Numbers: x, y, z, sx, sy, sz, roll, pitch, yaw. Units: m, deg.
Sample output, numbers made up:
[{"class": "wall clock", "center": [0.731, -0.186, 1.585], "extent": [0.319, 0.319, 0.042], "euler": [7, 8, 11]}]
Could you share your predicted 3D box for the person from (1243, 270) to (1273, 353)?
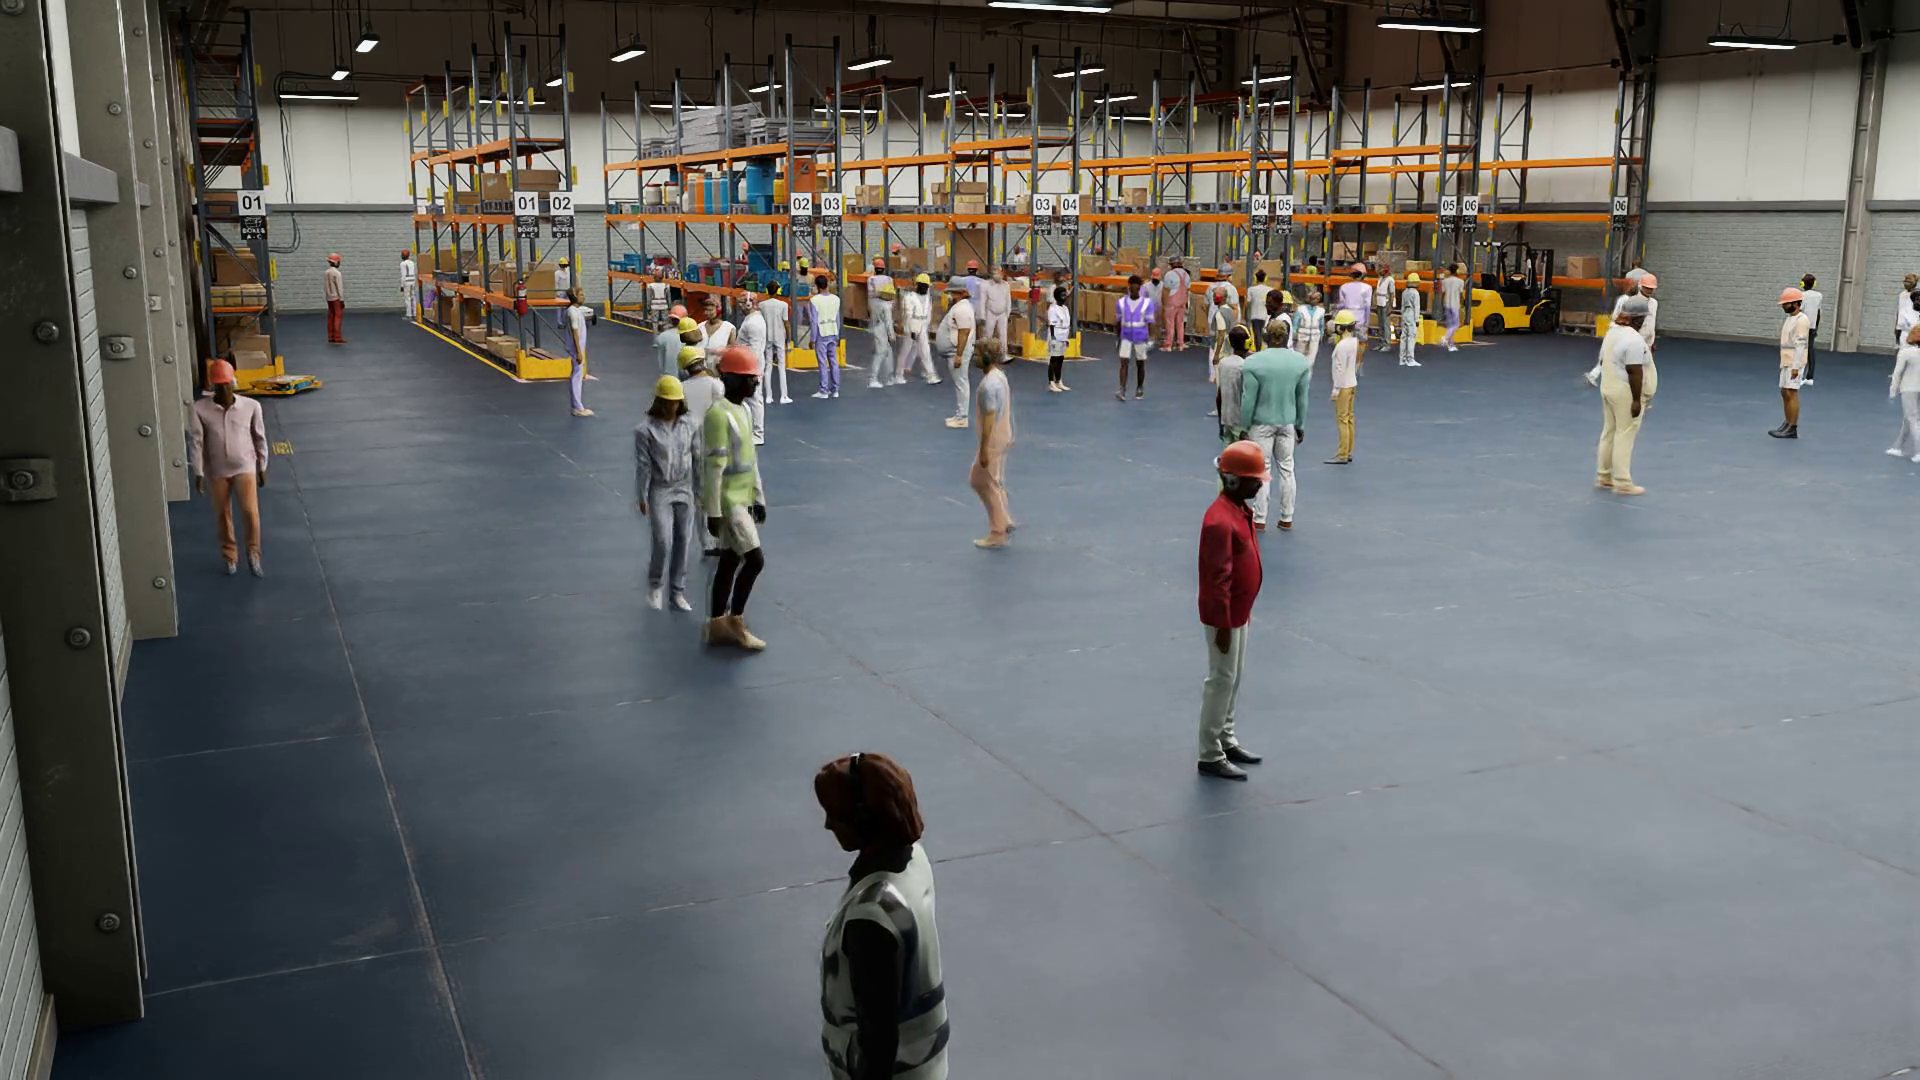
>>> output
[{"class": "person", "center": [5.588, -4.134, 31.102], "extent": [0.533, 1.828, 0.950], "euler": [-1, 11, -5]}]

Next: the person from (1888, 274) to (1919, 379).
[{"class": "person", "center": [16.418, -3.687, 28.802], "extent": [0.351, 1.837, 0.502], "euler": [-3, 11, -14]}]

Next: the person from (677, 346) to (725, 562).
[{"class": "person", "center": [-2.110, -0.736, 13.946], "extent": [0.659, 1.773, 0.694], "euler": [1, 11, 6]}]

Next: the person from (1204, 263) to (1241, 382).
[{"class": "person", "center": [4.504, -3.680, 28.232], "extent": [0.535, 2.000, 0.674], "euler": [-9, 14, -37]}]

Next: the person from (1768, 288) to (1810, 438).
[{"class": "person", "center": [10.658, -2.270, 21.379], "extent": [0.391, 1.923, 0.551], "euler": [1, 11, 7]}]

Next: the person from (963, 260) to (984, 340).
[{"class": "person", "center": [0.248, -4.697, 33.687], "extent": [0.540, 1.930, 0.384], "euler": [4, 12, 19]}]

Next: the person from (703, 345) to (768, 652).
[{"class": "person", "center": [-1.440, -0.259, 10.894], "extent": [0.614, 2.017, 0.635], "euler": [2, 11, 9]}]

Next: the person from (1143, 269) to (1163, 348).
[{"class": "person", "center": [4.200, -4.987, 35.760], "extent": [0.571, 1.697, 0.885], "euler": [1, 11, 3]}]

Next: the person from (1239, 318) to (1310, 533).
[{"class": "person", "center": [2.823, -1.028, 15.012], "extent": [0.638, 1.938, 0.356], "euler": [-2, 11, -11]}]

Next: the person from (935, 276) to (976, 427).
[{"class": "person", "center": [-0.061, -2.544, 22.462], "extent": [0.539, 2.000, 0.688], "euler": [0, 11, 1]}]

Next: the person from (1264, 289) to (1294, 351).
[{"class": "person", "center": [4.064, -2.240, 21.266], "extent": [0.390, 1.911, 0.584], "euler": [-2, 11, -11]}]

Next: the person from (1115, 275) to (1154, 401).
[{"class": "person", "center": [2.647, -3.076, 25.493], "extent": [0.632, 1.902, 1.014], "euler": [3, 12, 17]}]

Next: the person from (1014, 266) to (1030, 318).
[{"class": "person", "center": [1.551, -5.711, 39.605], "extent": [0.523, 1.623, 0.585], "euler": [-7, 13, -31]}]

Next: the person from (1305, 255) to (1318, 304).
[{"class": "person", "center": [9.813, -7.084, 46.408], "extent": [0.321, 1.697, 0.529], "euler": [-3, 11, -13]}]

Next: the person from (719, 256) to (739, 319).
[{"class": "person", "center": [-6.413, -6.892, 45.379], "extent": [0.906, 1.729, 0.532], "euler": [6, 13, 30]}]

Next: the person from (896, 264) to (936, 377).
[{"class": "person", "center": [-0.774, -3.920, 29.452], "extent": [1.009, 2.000, 0.691], "euler": [8, 14, 35]}]

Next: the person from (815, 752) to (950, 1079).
[{"class": "person", "center": [-0.179, 1.291, 3.990], "extent": [0.315, 1.640, 0.515], "euler": [1, 11, 7]}]

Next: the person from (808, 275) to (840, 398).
[{"class": "person", "center": [-2.106, -3.168, 25.959], "extent": [0.396, 1.913, 0.590], "euler": [10, 15, 43]}]

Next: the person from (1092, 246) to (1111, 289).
[{"class": "person", "center": [3.757, -6.918, 44.822], "extent": [0.617, 1.983, 1.071], "euler": [-5, 12, -22]}]

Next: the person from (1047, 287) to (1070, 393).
[{"class": "person", "center": [1.598, -3.235, 26.845], "extent": [0.319, 1.697, 0.533], "euler": [7, 13, 31]}]

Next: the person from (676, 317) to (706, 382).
[{"class": "person", "center": [-2.972, -1.586, 18.369], "extent": [0.305, 1.737, 0.484], "euler": [-8, 14, -35]}]

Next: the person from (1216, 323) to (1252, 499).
[{"class": "person", "center": [2.558, -1.047, 15.273], "extent": [0.319, 1.876, 0.532], "euler": [-6, 12, -27]}]

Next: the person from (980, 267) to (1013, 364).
[{"class": "person", "center": [0.687, -4.294, 31.845], "extent": [0.654, 1.848, 0.973], "euler": [-4, 12, -20]}]

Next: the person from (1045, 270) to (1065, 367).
[{"class": "person", "center": [1.816, -4.117, 31.011], "extent": [0.412, 1.830, 0.508], "euler": [4, 12, 18]}]

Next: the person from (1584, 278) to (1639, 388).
[{"class": "person", "center": [10.536, -3.290, 26.742], "extent": [0.740, 1.854, 0.626], "euler": [3, 11, 14]}]

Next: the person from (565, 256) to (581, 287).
[{"class": "person", "center": [-10.446, -6.687, 44.322], "extent": [0.591, 1.711, 0.840], "euler": [-6, 12, -27]}]

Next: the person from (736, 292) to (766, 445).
[{"class": "person", "center": [-2.609, -2.129, 20.692], "extent": [0.409, 1.907, 0.651], "euler": [-1, 11, -5]}]

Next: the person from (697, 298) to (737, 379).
[{"class": "person", "center": [-2.984, -2.044, 20.422], "extent": [0.571, 1.840, 0.373], "euler": [5, 12, 25]}]

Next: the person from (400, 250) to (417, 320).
[{"class": "person", "center": [-14.965, -6.911, 45.057], "extent": [0.348, 1.882, 0.584], "euler": [3, 11, 14]}]

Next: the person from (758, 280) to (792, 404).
[{"class": "person", "center": [-2.799, -2.999, 25.208], "extent": [0.508, 1.873, 0.329], "euler": [2, 11, 11]}]

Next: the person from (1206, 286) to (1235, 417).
[{"class": "person", "center": [3.727, -2.667, 23.591], "extent": [0.372, 1.840, 0.570], "euler": [4, 12, 21]}]

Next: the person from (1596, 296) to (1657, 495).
[{"class": "person", "center": [6.902, -1.501, 17.159], "extent": [0.536, 2.000, 0.688], "euler": [-1, 11, -3]}]
